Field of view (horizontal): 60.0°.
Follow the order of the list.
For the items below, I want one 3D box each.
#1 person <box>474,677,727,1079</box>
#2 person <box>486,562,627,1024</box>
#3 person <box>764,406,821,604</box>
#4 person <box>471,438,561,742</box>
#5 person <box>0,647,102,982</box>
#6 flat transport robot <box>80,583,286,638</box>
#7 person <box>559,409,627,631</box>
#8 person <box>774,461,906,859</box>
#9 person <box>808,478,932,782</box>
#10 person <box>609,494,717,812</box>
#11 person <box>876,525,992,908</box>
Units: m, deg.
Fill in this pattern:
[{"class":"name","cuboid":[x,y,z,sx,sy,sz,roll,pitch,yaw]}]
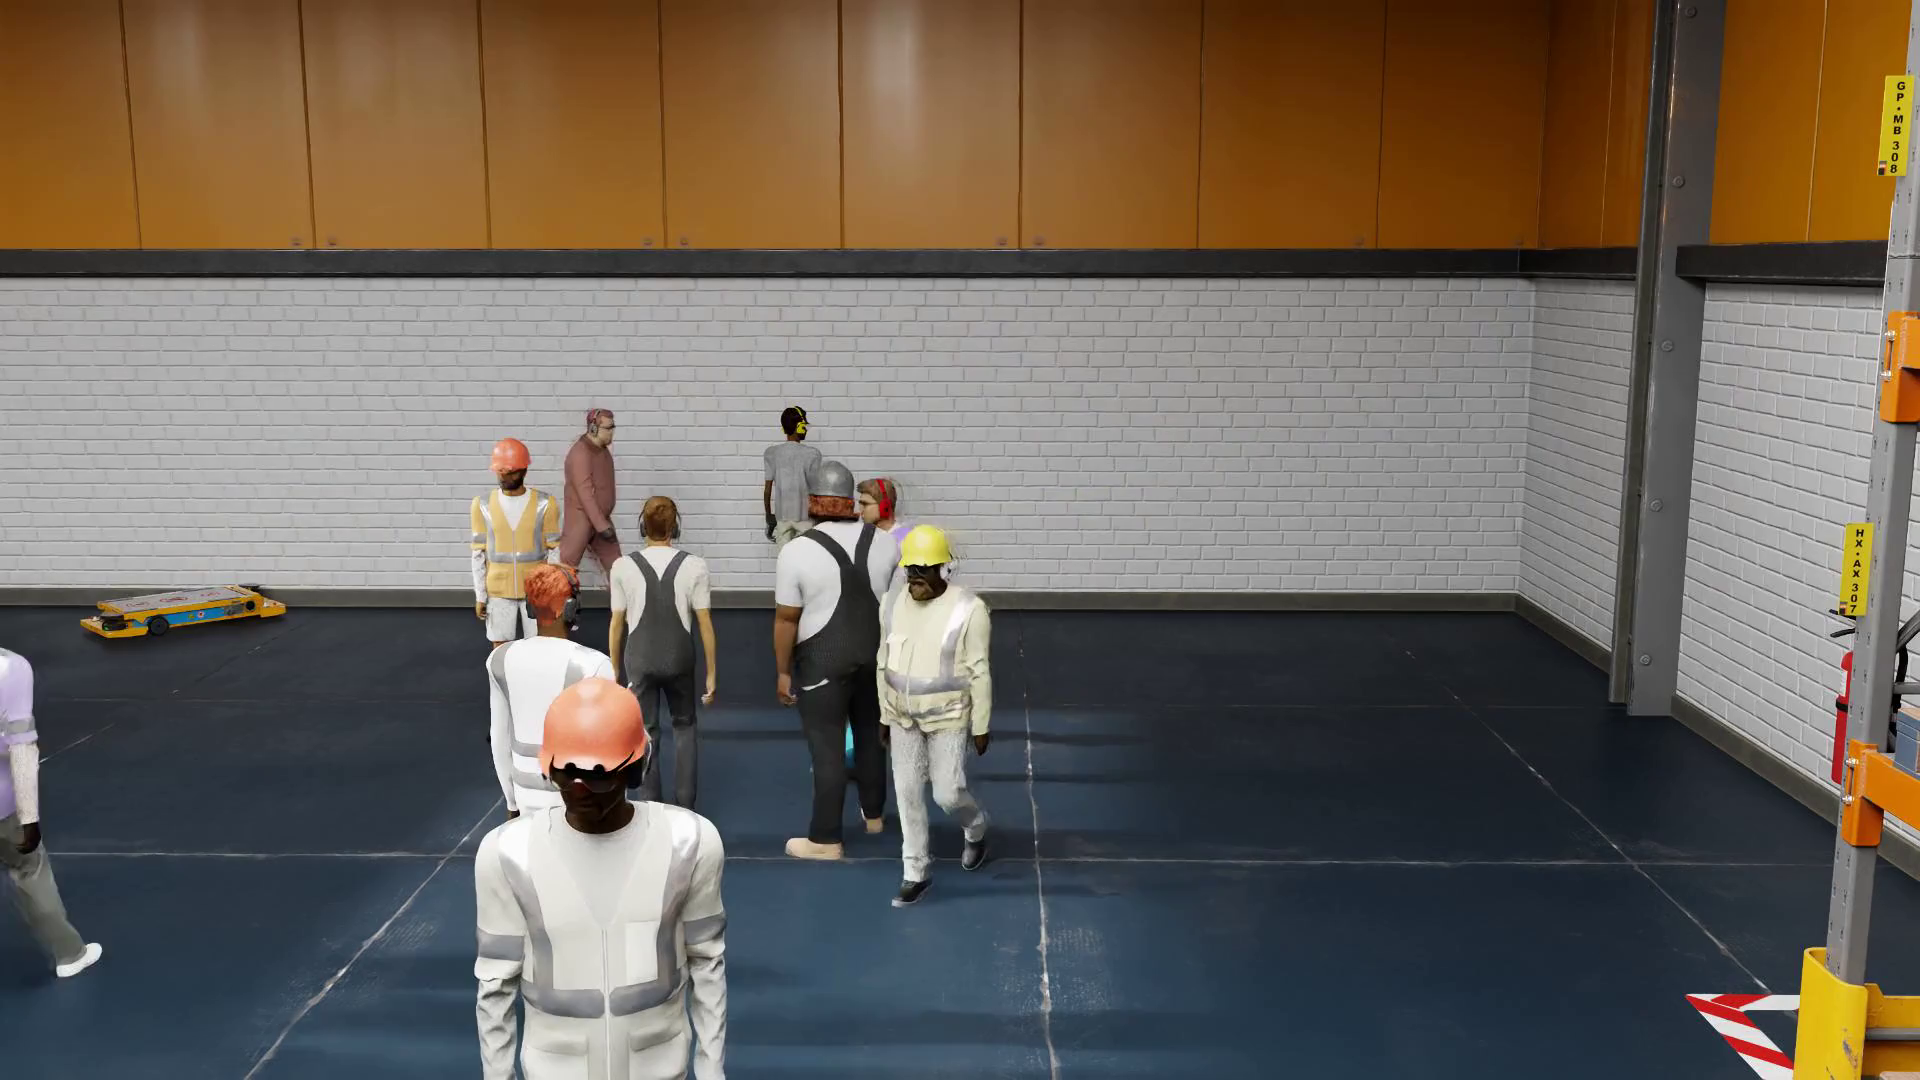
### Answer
[{"class":"person","cuboid":[-0.873,1.327,4.126,0.613,2.039,0.393,-2,10,-14]},{"class":"person","cuboid":[-1.536,1.017,6.456,0.576,1.883,0.355,4,10,20]},{"class":"person","cuboid":[-1.340,-0.147,13.486,0.519,1.865,0.335,2,10,13]},{"class":"person","cuboid":[-2.790,0.318,10.495,0.548,1.931,0.379,-2,10,-11]},{"class":"person","cuboid":[-3.935,1.000,6.640,0.601,1.867,0.979,0,9,1]},{"class":"flat transport robot","cuboid":[-6.484,0.578,13.902,1.431,0.197,0.652,-9,13,-44]},{"class":"person","cuboid":[-2.970,-0.145,13.545,1.057,1.841,0.632,2,10,15]},{"class":"person","cuboid":[-0.635,0.583,8.583,0.758,2.000,0.582,-5,11,-30]},{"class":"person","cuboid":[-0.444,0.545,9.544,0.915,1.794,0.567,-4,10,-23]},{"class":"person","cuboid":[-1.556,0.677,8.666,0.547,1.825,0.453,-2,10,-11]},{"class":"person","cuboid":[-0.112,0.810,7.912,0.584,1.812,0.576,5,11,28]}]
